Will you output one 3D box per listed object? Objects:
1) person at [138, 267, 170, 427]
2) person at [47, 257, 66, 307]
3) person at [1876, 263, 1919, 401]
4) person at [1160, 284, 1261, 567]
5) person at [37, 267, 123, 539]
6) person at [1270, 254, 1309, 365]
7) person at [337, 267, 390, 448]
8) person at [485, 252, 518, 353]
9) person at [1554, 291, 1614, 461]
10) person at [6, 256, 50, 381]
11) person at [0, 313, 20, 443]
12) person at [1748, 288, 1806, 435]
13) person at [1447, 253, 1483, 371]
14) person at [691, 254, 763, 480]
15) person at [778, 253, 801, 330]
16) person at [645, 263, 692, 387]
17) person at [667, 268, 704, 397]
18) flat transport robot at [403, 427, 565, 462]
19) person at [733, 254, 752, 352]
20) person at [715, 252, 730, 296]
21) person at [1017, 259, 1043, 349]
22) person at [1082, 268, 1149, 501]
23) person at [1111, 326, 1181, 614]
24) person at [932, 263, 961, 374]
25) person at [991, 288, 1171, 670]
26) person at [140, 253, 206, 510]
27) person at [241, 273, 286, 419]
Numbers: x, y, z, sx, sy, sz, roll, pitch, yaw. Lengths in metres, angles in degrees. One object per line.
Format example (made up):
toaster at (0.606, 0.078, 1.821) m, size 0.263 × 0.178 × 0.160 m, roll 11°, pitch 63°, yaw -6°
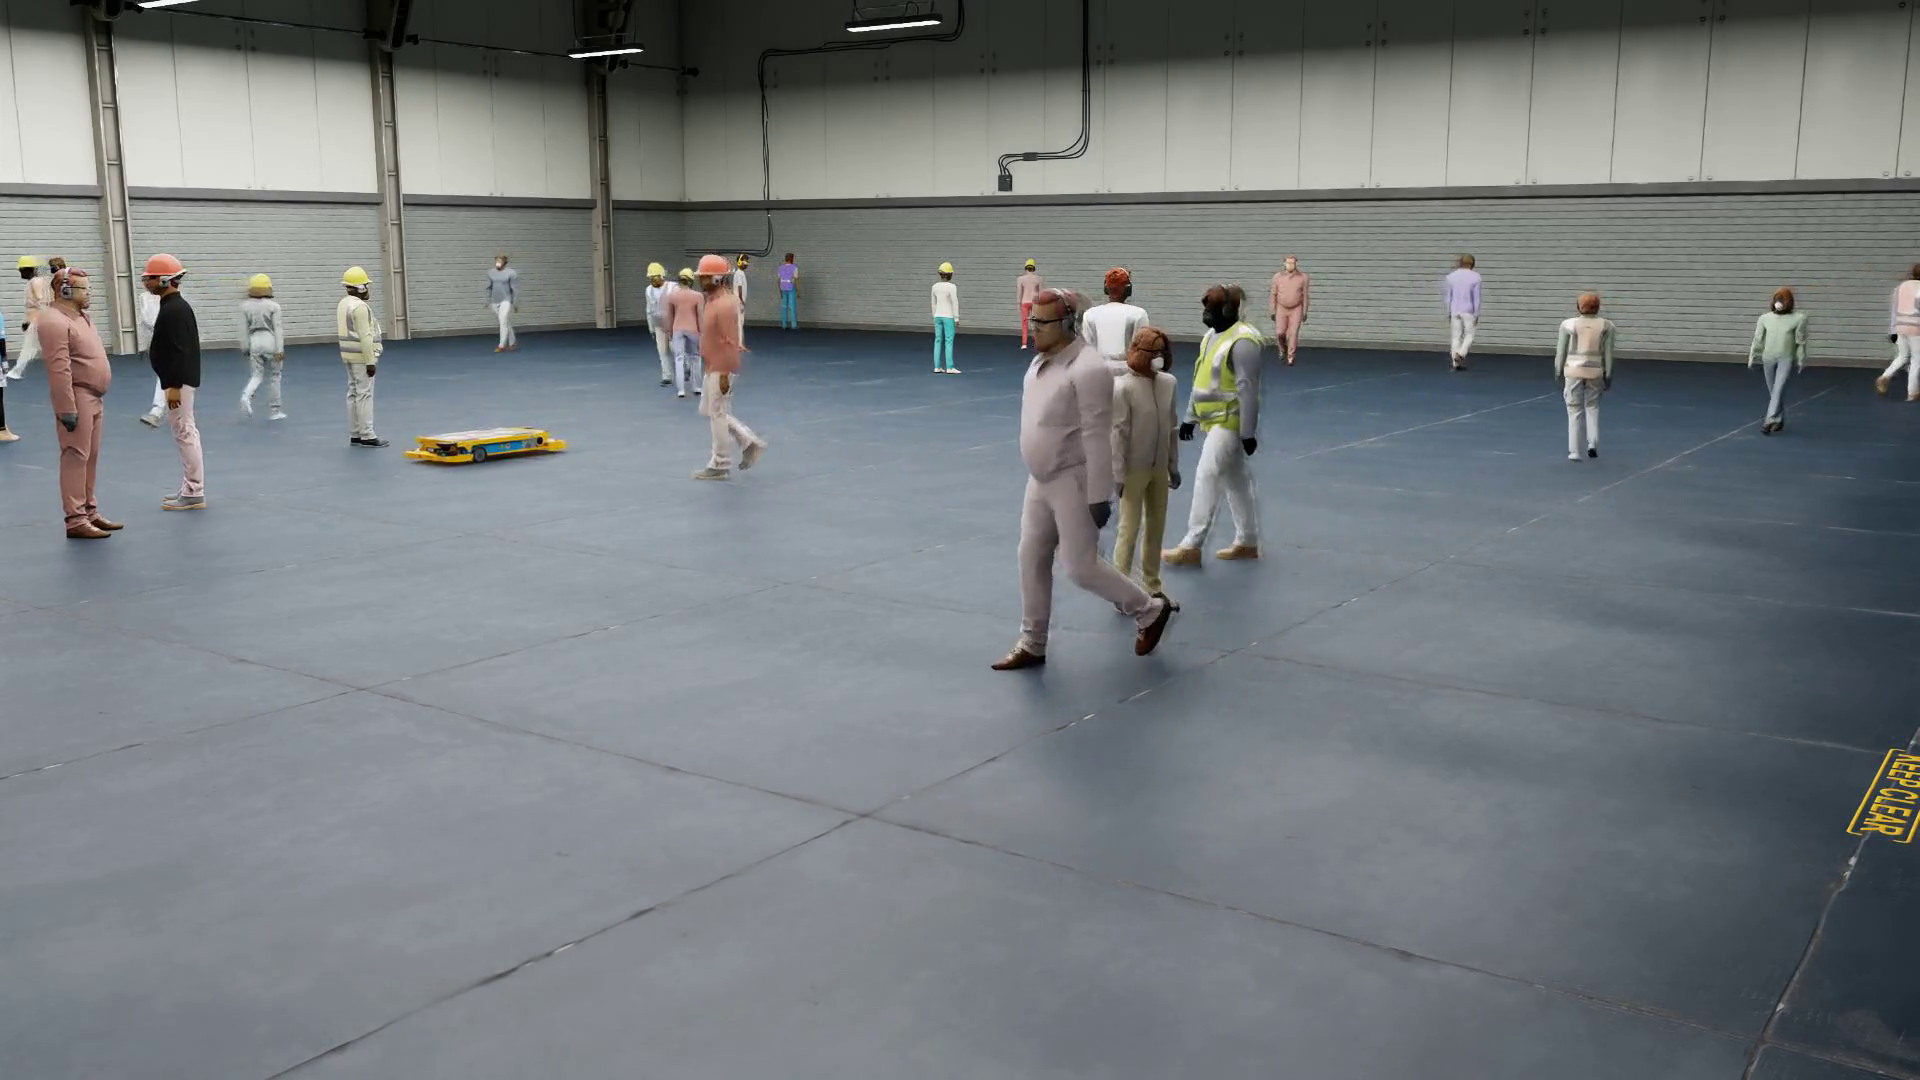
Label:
person at (-9.169, -2.216, 19.010) m, size 0.644 × 1.832 × 0.901 m, roll 6°, pitch 12°, yaw 29°
person at (-15.109, -3.827, 28.005) m, size 0.429 × 1.838 × 0.621 m, roll -2°, pitch 10°, yaw -9°
person at (12.524, -2.737, 21.916) m, size 0.568 × 1.832 × 0.632 m, roll -3°, pitch 11°, yaw -17°
person at (1.607, -0.734, 10.770) m, size 0.857 × 1.810 × 0.649 m, roll -1°, pitch 10°, yaw -7°
person at (-6.228, -0.969, 11.795) m, size 0.408 × 1.905 × 0.652 m, roll -2°, pitch 10°, yaw -12°
person at (5.646, -3.944, 28.508) m, size 0.649 × 1.891 × 0.536 m, roll 3°, pitch 10°, yaw 14°
person at (-6.095, -1.855, 16.950) m, size 0.404 × 1.836 × 0.600 m, roll -8°, pitch 13°, yaw -39°
person at (-8.740, -4.558, 31.917) m, size 0.638 × 1.909 × 0.916 m, roll 3°, pitch 11°, yaw 19°
person at (5.960, -1.563, 15.922) m, size 0.516 × 1.626 × 0.374 m, roll 1°, pitch 10°, yaw 6°
person at (-14.089, -3.349, 25.202) m, size 1.004 × 1.868 × 0.606 m, roll -6°, pitch 12°, yaw -31°
person at (-10.165, -1.856, 17.339) m, size 0.536 × 1.699 × 0.322 m, roll 2°, pitch 10°, yaw 9°
person at (8.915, -1.949, 18.168) m, size 0.872 × 1.579 × 0.522 m, roll -10°, pitch 14°, yaw -44°
person at (8.160, -3.679, 26.942) m, size 0.457 × 1.926 × 0.634 m, roll -10°, pitch 14°, yaw -43°
person at (-2.081, -1.517, 14.653) m, size 0.567 × 1.982 × 0.634 m, roll -3°, pitch 11°, yaw -18°
person at (-4.119, -5.967, 39.954) m, size 0.564 × 1.846 × 0.394 m, roll 5°, pitch 11°, yaw 28°
person at (-4.267, -3.132, 24.212) m, size 0.621 × 1.799 × 0.660 m, roll 4°, pitch 11°, yaw 23°
person at (-3.713, -2.820, 22.641) m, size 0.550 × 1.719 × 0.809 m, roll 1°, pitch 10°, yaw 5°
flat transport robot at (-4.621, -0.938, 16.200) m, size 0.652 × 0.197 × 1.431 m, roll 7°, pitch 12°, yaw 35°
person at (-4.186, -4.534, 31.891) m, size 0.329 × 1.863 × 0.513 m, roll -2°, pitch 10°, yaw -10°
person at (-5.500, -5.632, 38.004) m, size 0.508 × 1.876 × 0.328 m, roll -4°, pitch 11°, yaw -20°
person at (1.373, -4.614, 32.601) m, size 0.525 × 1.769 × 0.327 m, roll 0°, pitch 10°, yaw 0°
person at (1.246, -1.208, 13.195) m, size 0.572 × 1.883 × 0.354 m, roll 5°, pitch 11°, yaw 26°
person at (1.034, -0.383, 9.312) m, size 0.506 × 1.623 × 0.289 m, roll -8°, pitch 13°, yaw -39°
person at (-0.225, -3.535, 26.563) m, size 0.525 × 1.769 × 0.310 m, roll 8°, pitch 13°, yaw 39°
person at (0.581, -0.286, 8.085) m, size 0.783 × 1.874 × 0.682 m, roll -5°, pitch 11°, yaw -25°
person at (-6.148, -1.235, 13.033) m, size 0.386 × 1.992 × 0.625 m, roll -4°, pitch 11°, yaw -21°
person at (-8.185, -2.252, 19.494) m, size 0.490 × 1.727 × 0.594 m, roll 1°, pitch 10°, yaw 8°
